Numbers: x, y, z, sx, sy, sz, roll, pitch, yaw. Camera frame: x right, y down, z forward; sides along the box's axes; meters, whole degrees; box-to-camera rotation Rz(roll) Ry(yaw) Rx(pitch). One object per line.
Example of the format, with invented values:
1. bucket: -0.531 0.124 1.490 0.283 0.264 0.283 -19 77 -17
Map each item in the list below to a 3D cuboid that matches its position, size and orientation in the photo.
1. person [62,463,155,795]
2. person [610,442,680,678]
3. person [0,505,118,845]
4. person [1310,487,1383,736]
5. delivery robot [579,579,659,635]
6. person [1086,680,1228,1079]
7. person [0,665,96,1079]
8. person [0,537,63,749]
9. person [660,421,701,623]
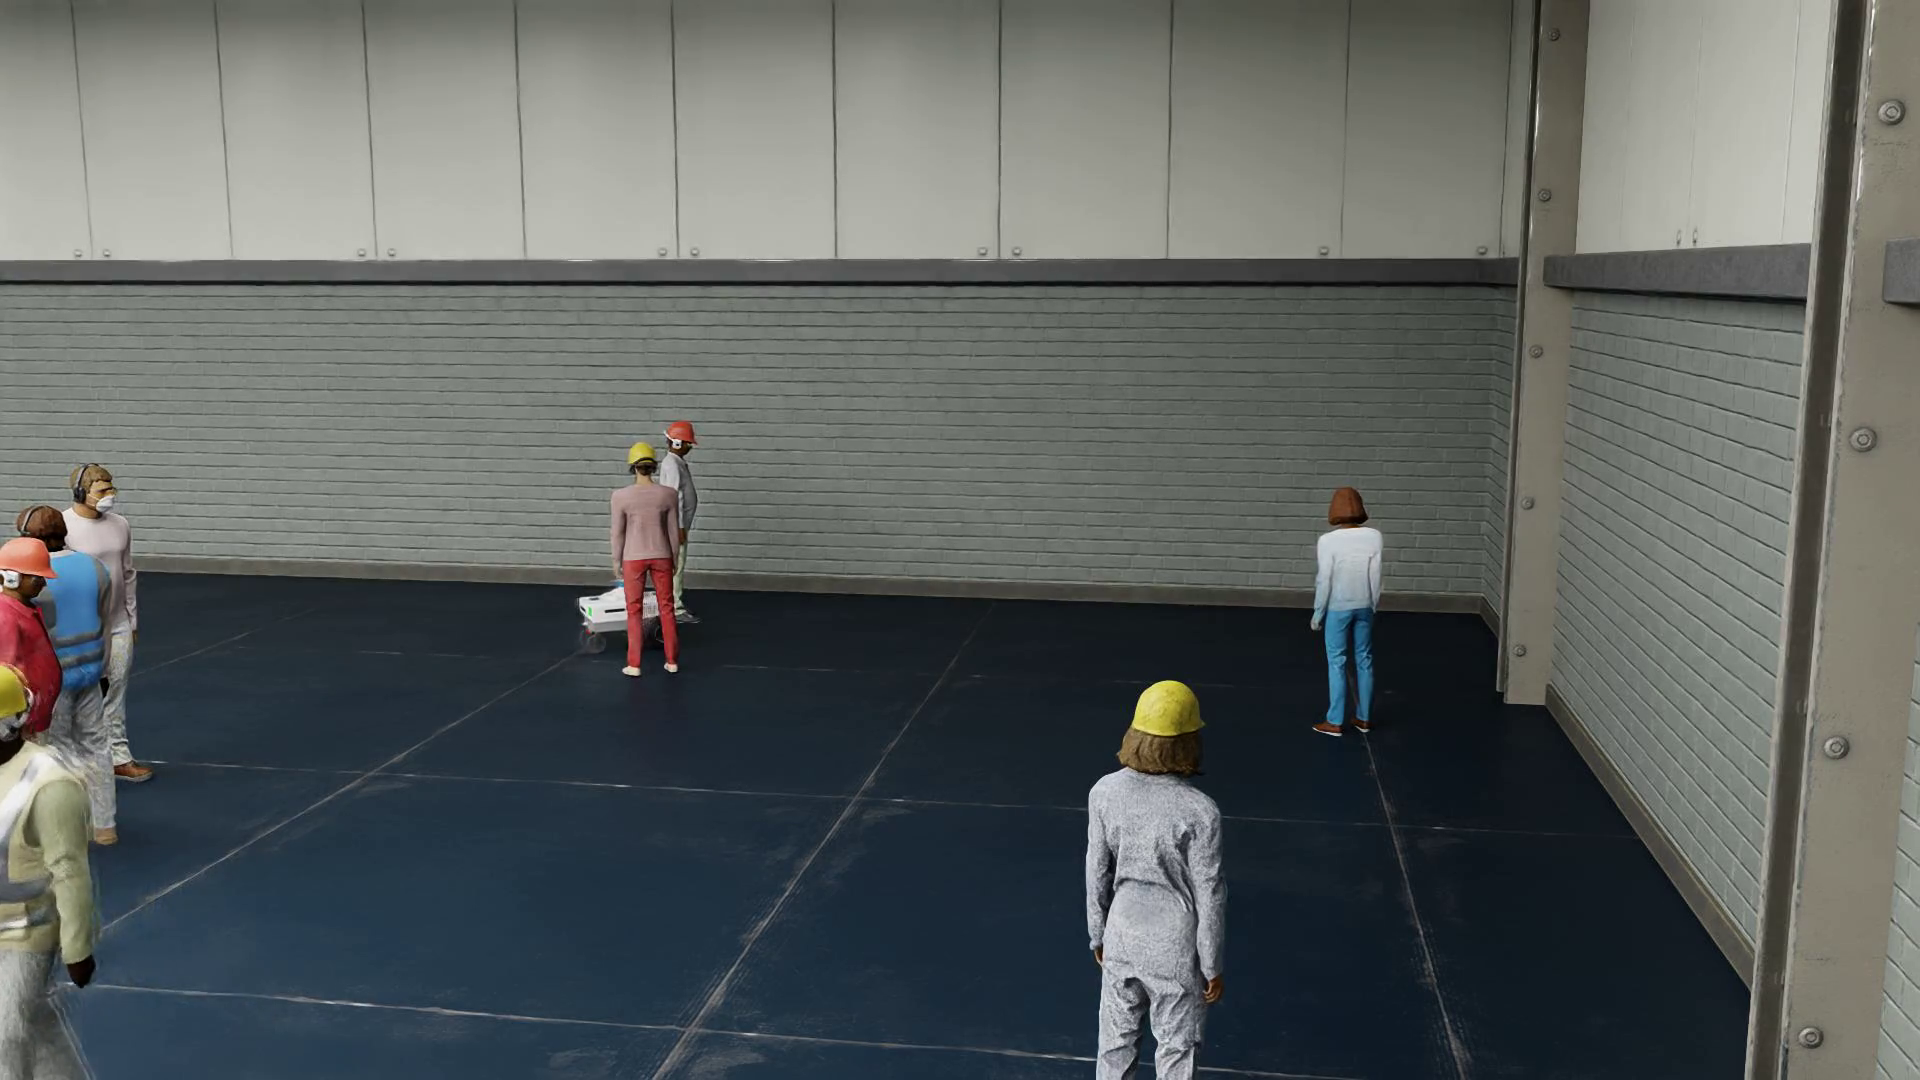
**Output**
1. person: -5.034 0.511 9.694 0.374 1.933 0.625 3 10 16
2. person: -2.357 0.148 12.475 0.521 1.757 0.357 -4 10 -22
3. person: -4.665 0.733 8.587 0.429 1.843 0.627 3 10 20
4. person: 2.526 0.467 10.869 0.497 1.633 0.279 -4 10 -21
5. delivery robot: -2.685 0.553 13.364 0.707 0.478 0.477 -4 10 -25
6. person: 0.640 1.306 5.357 0.492 1.742 0.323 7 12 37
7. person: -3.140 1.270 5.415 0.611 1.809 0.660 6 11 32
8. person: -4.554 0.851 8.160 0.338 1.742 0.563 -4 10 -24
9. person: -2.419 -0.162 14.395 0.336 1.745 0.563 -2 9 -12
